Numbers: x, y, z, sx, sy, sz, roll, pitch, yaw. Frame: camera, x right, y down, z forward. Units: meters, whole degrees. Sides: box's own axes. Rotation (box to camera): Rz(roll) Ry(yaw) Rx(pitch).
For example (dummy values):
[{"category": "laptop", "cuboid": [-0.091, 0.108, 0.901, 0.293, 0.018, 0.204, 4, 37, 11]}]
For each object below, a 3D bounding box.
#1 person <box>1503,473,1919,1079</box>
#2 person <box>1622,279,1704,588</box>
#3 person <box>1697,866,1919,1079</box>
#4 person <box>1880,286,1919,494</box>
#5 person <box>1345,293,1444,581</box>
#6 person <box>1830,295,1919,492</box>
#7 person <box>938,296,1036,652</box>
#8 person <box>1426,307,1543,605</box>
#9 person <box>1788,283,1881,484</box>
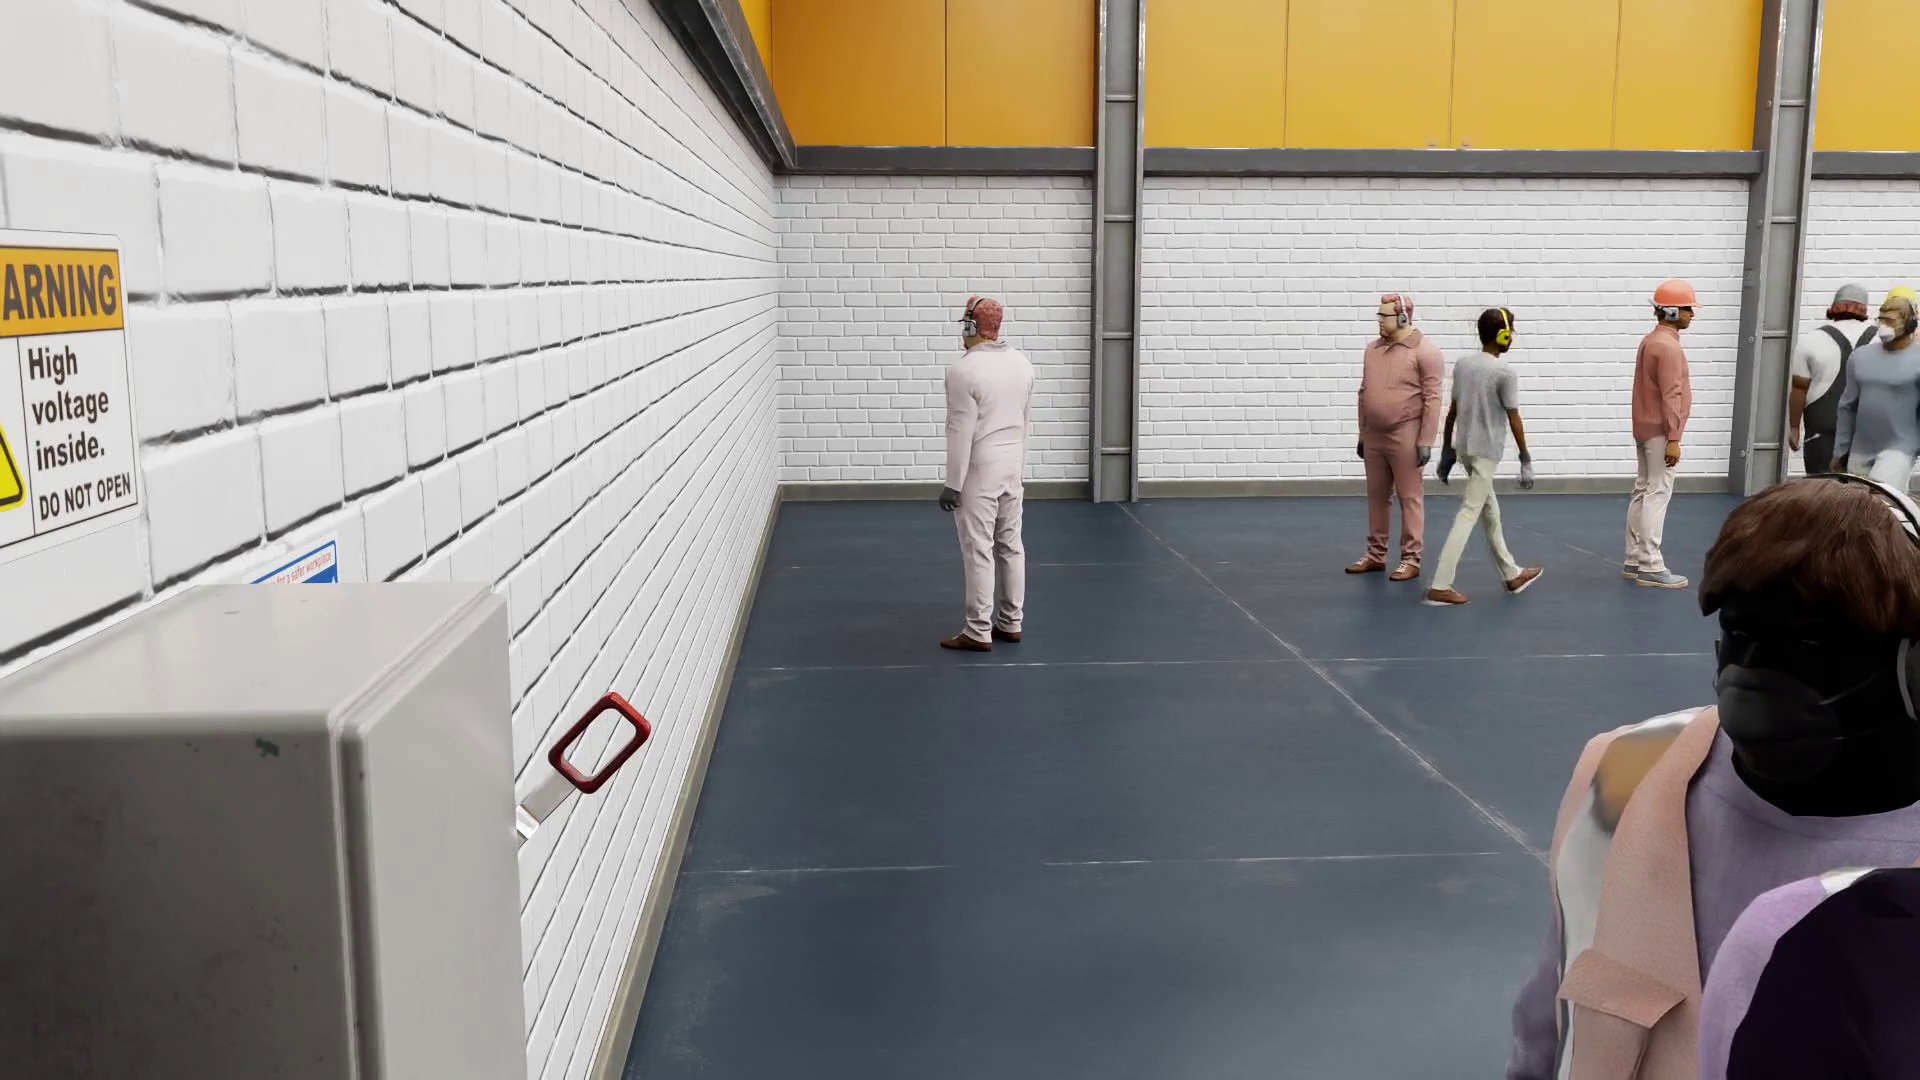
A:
[{"category": "person", "cuboid": [0.792, 0.851, 1.643, 0.429, 1.844, 0.624, -7, 12, -38]}, {"category": "person", "cuboid": [4.588, -0.695, 10.862, 0.390, 1.992, 0.624, 1, 9, 7]}, {"category": "person", "cuboid": [0.760, 0.849, 1.043, 0.606, 2.038, 0.382, 5, 10, 30]}, {"category": "person", "cuboid": [8.278, -1.271, 14.695, 0.388, 1.926, 0.590, 6, 11, 32]}, {"category": "person", "cuboid": [2.881, -0.683, 11.081, 0.399, 1.905, 0.643, -6, 11, -33]}, {"category": "person", "cuboid": [5.703, -0.538, 10.175, 0.908, 1.914, 0.634, -4, 10, -21]}, {"category": "person", "cuboid": [0.119, -0.353, 8.991, 0.404, 1.910, 0.636, 8, 12, 40]}, {"category": "person", "cuboid": [3.293, -0.508, 10.231, 0.964, 1.814, 0.560, -4, 10, -21]}, {"category": "person", "cuboid": [6.217, -0.846, 11.669, 0.735, 2.000, 0.869, 2, 9, 15]}]
